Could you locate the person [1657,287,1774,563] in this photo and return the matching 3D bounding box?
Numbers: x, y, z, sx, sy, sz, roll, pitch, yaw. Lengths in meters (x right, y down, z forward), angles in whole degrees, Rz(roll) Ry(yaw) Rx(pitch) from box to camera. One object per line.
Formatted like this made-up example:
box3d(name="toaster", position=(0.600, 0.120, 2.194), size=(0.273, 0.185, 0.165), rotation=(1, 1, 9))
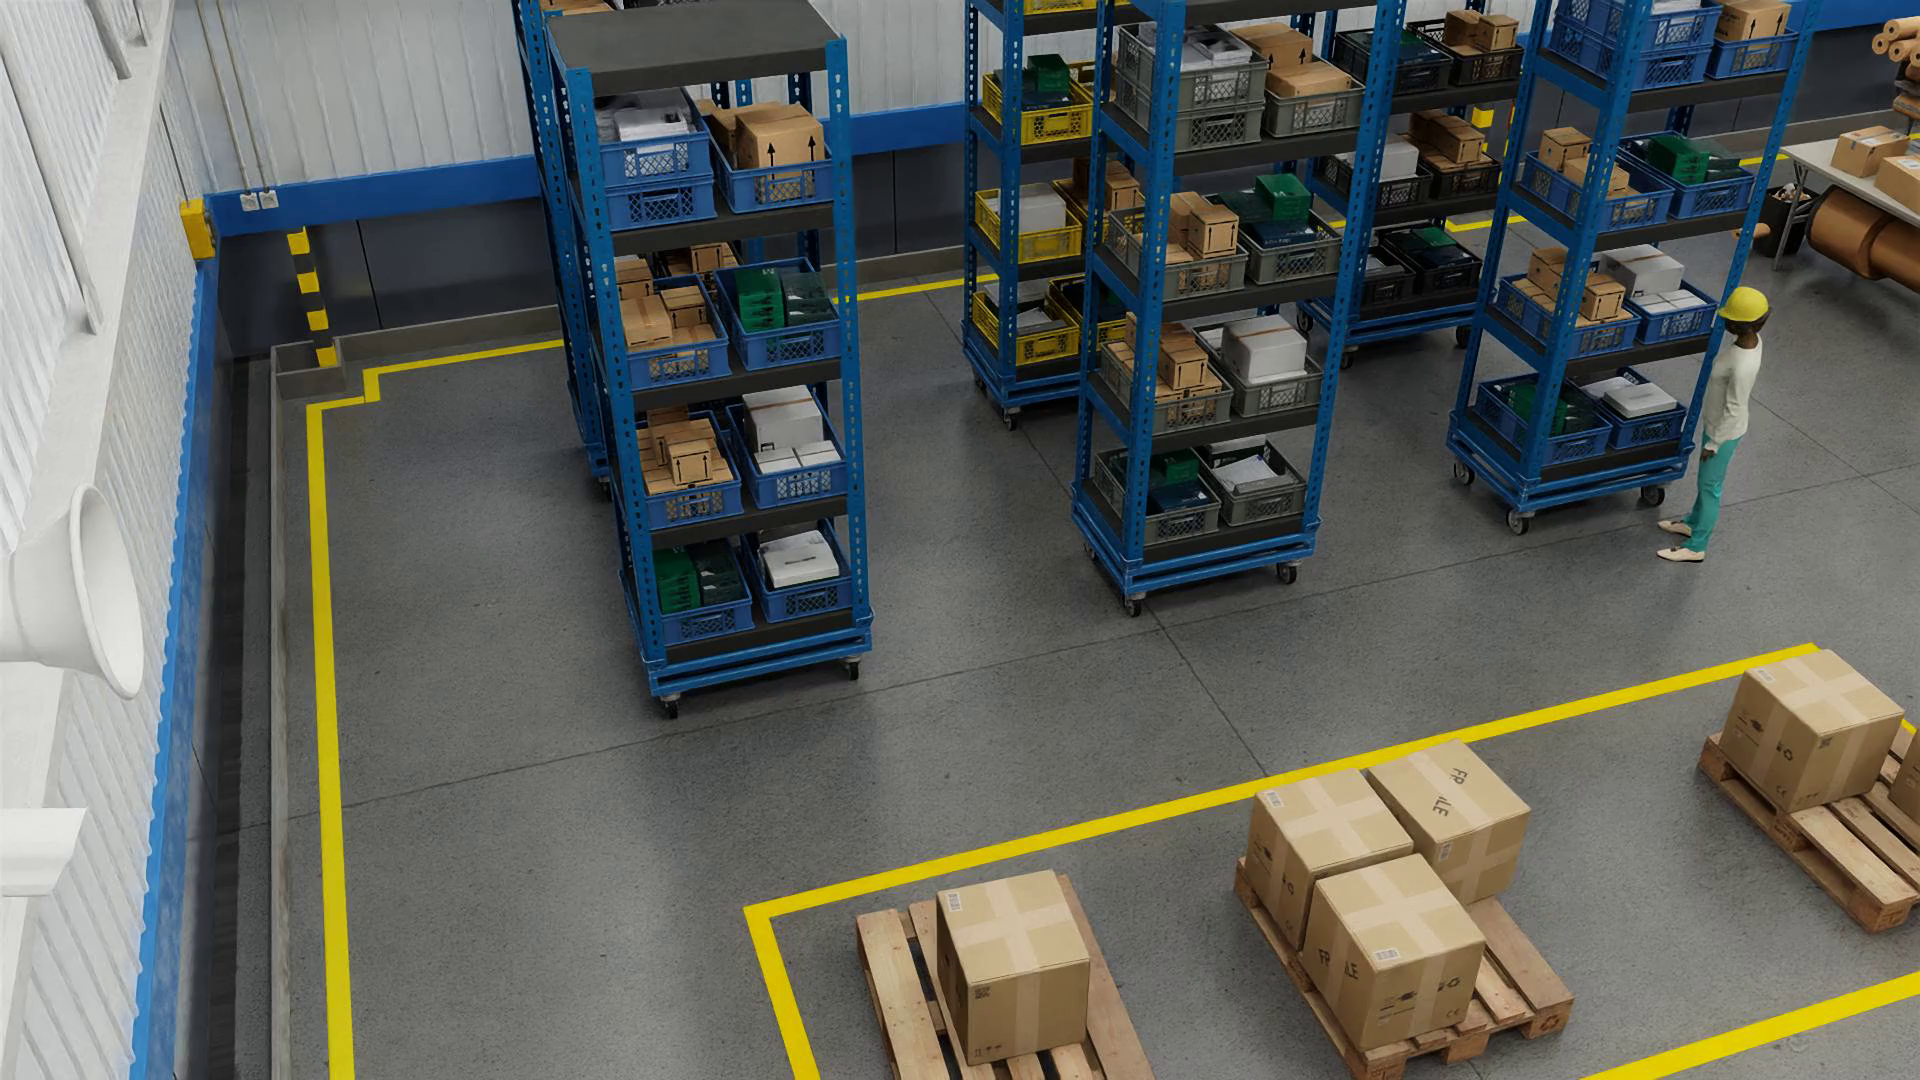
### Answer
box3d(name="person", position=(4.409, -0.665, 9.705), size=(0.325, 1.760, 0.523), rotation=(14, 37, 19))
